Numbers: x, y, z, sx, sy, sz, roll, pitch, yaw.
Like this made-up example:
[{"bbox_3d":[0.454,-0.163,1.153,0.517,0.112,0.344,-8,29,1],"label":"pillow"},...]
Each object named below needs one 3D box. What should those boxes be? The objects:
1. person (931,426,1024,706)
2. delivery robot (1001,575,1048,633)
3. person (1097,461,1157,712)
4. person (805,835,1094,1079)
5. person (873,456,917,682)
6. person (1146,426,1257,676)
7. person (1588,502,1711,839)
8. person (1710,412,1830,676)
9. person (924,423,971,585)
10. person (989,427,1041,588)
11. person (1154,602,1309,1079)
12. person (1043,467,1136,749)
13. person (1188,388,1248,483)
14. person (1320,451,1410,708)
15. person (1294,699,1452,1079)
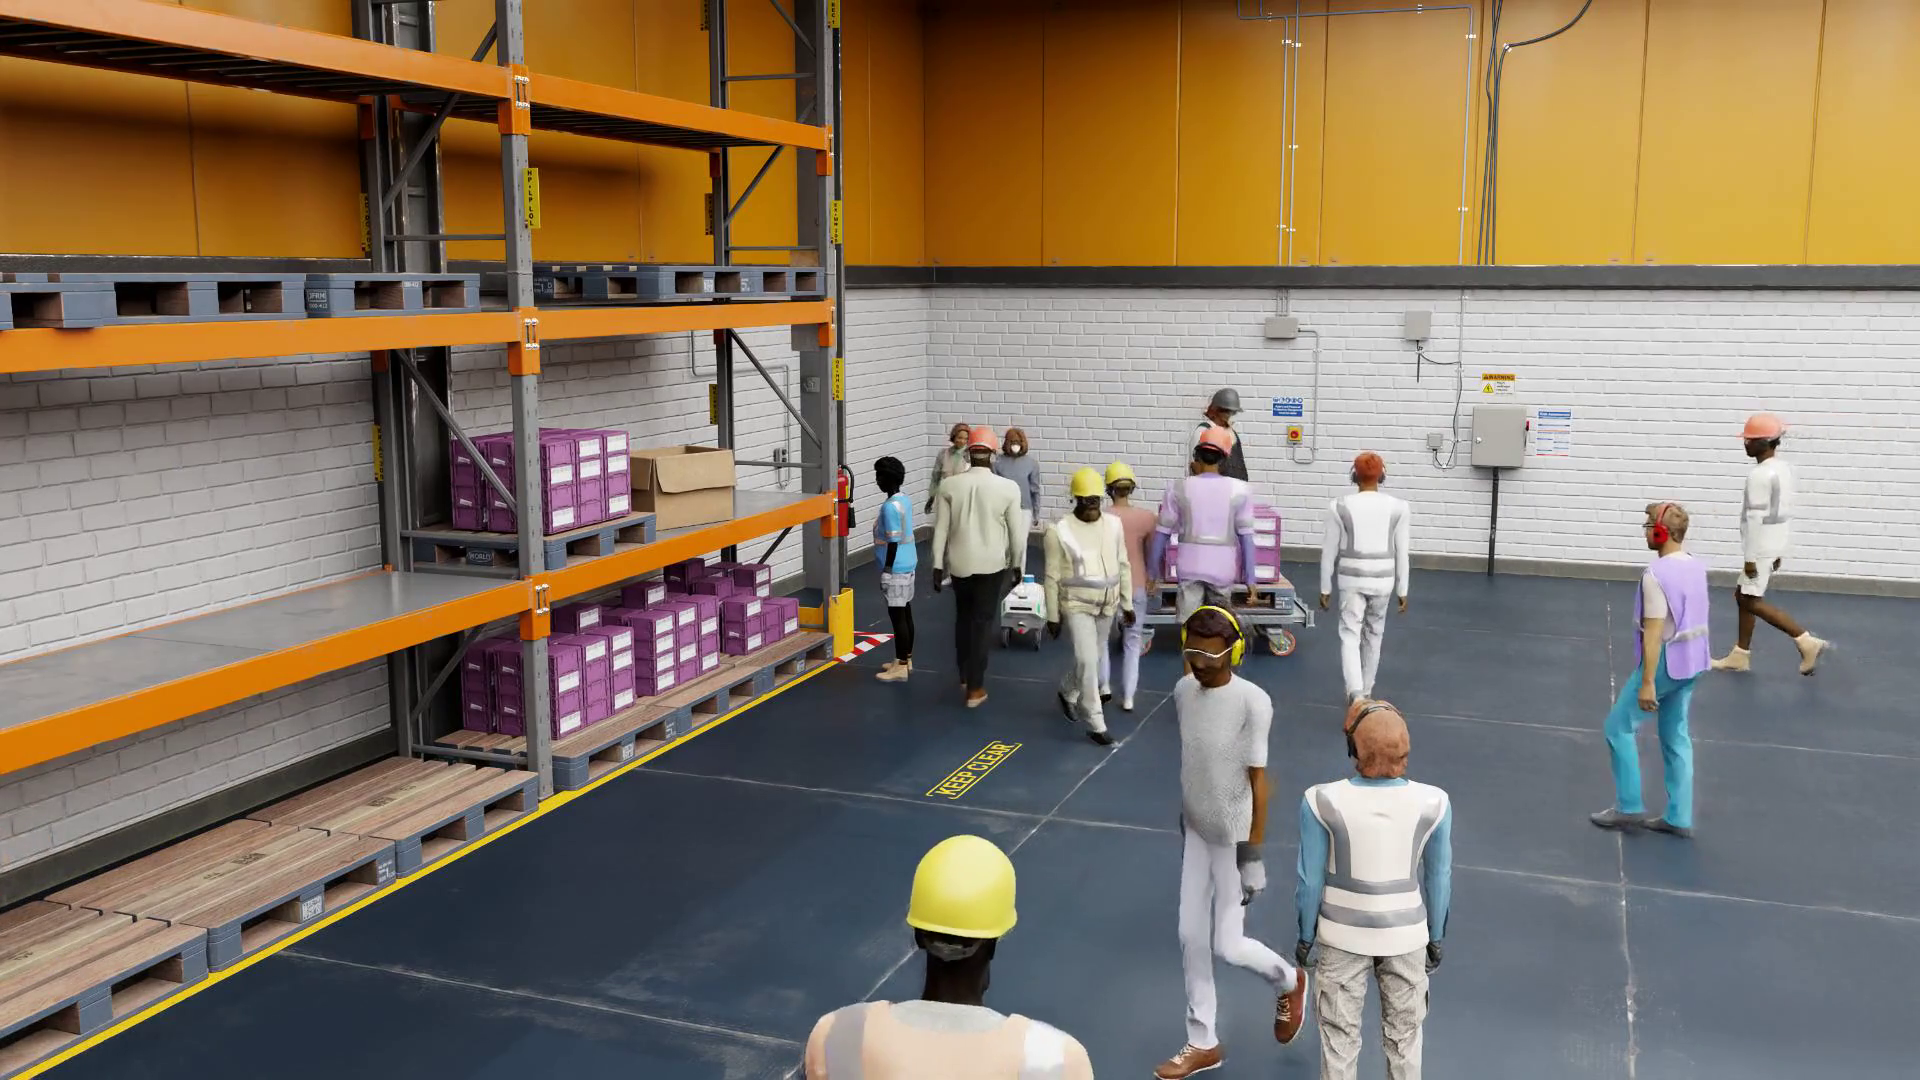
[{"bbox_3d":[0.158,0.165,11.954,0.619,1.958,0.839,3,9,16],"label":"person"},{"bbox_3d":[0.561,0.530,13.746,0.477,0.478,0.707,2,9,12],"label":"delivery robot"},{"bbox_3d":[1.113,0.326,11.572,0.536,1.753,0.364,-1,9,-4],"label":"person"},{"bbox_3d":[-0.017,1.541,3.443,0.605,1.908,0.424,1,9,9],"label":"person"},{"bbox_3d":[-0.489,0.214,12.461,0.321,1.693,0.529,2,9,10],"label":"person"},{"bbox_3d":[1.645,0.217,11.458,0.748,1.994,0.896,1,9,3],"label":"person"},{"bbox_3d":[3.730,0.697,9.021,0.589,1.819,0.647,-8,12,-40],"label":"person"},{"bbox_3d":[6.105,0.057,12.465,0.788,2.021,0.605,7,12,39],"label":"person"},{"bbox_3d":[-0.034,-0.332,16.127,0.639,1.625,0.358,5,10,29],"label":"person"},{"bbox_3d":[0.516,-0.280,15.777,0.509,1.614,0.439,0,9,1],"label":"person"},{"bbox_3d":[1.034,1.120,6.310,0.624,1.840,0.533,-6,11,-34],"label":"person"},{"bbox_3d":[0.818,0.404,10.944,0.585,1.803,0.877,-6,11,-31],"label":"person"},{"bbox_3d":[2.344,-0.433,15.434,0.671,2.000,0.686,7,11,37],"label":"person"},{"bbox_3d":[2.770,0.317,11.379,0.589,1.842,0.923,1,9,4],"label":"person"},{"bbox_3d":[1.371,1.340,5.547,0.517,1.645,0.308,0,9,2],"label":"person"}]
